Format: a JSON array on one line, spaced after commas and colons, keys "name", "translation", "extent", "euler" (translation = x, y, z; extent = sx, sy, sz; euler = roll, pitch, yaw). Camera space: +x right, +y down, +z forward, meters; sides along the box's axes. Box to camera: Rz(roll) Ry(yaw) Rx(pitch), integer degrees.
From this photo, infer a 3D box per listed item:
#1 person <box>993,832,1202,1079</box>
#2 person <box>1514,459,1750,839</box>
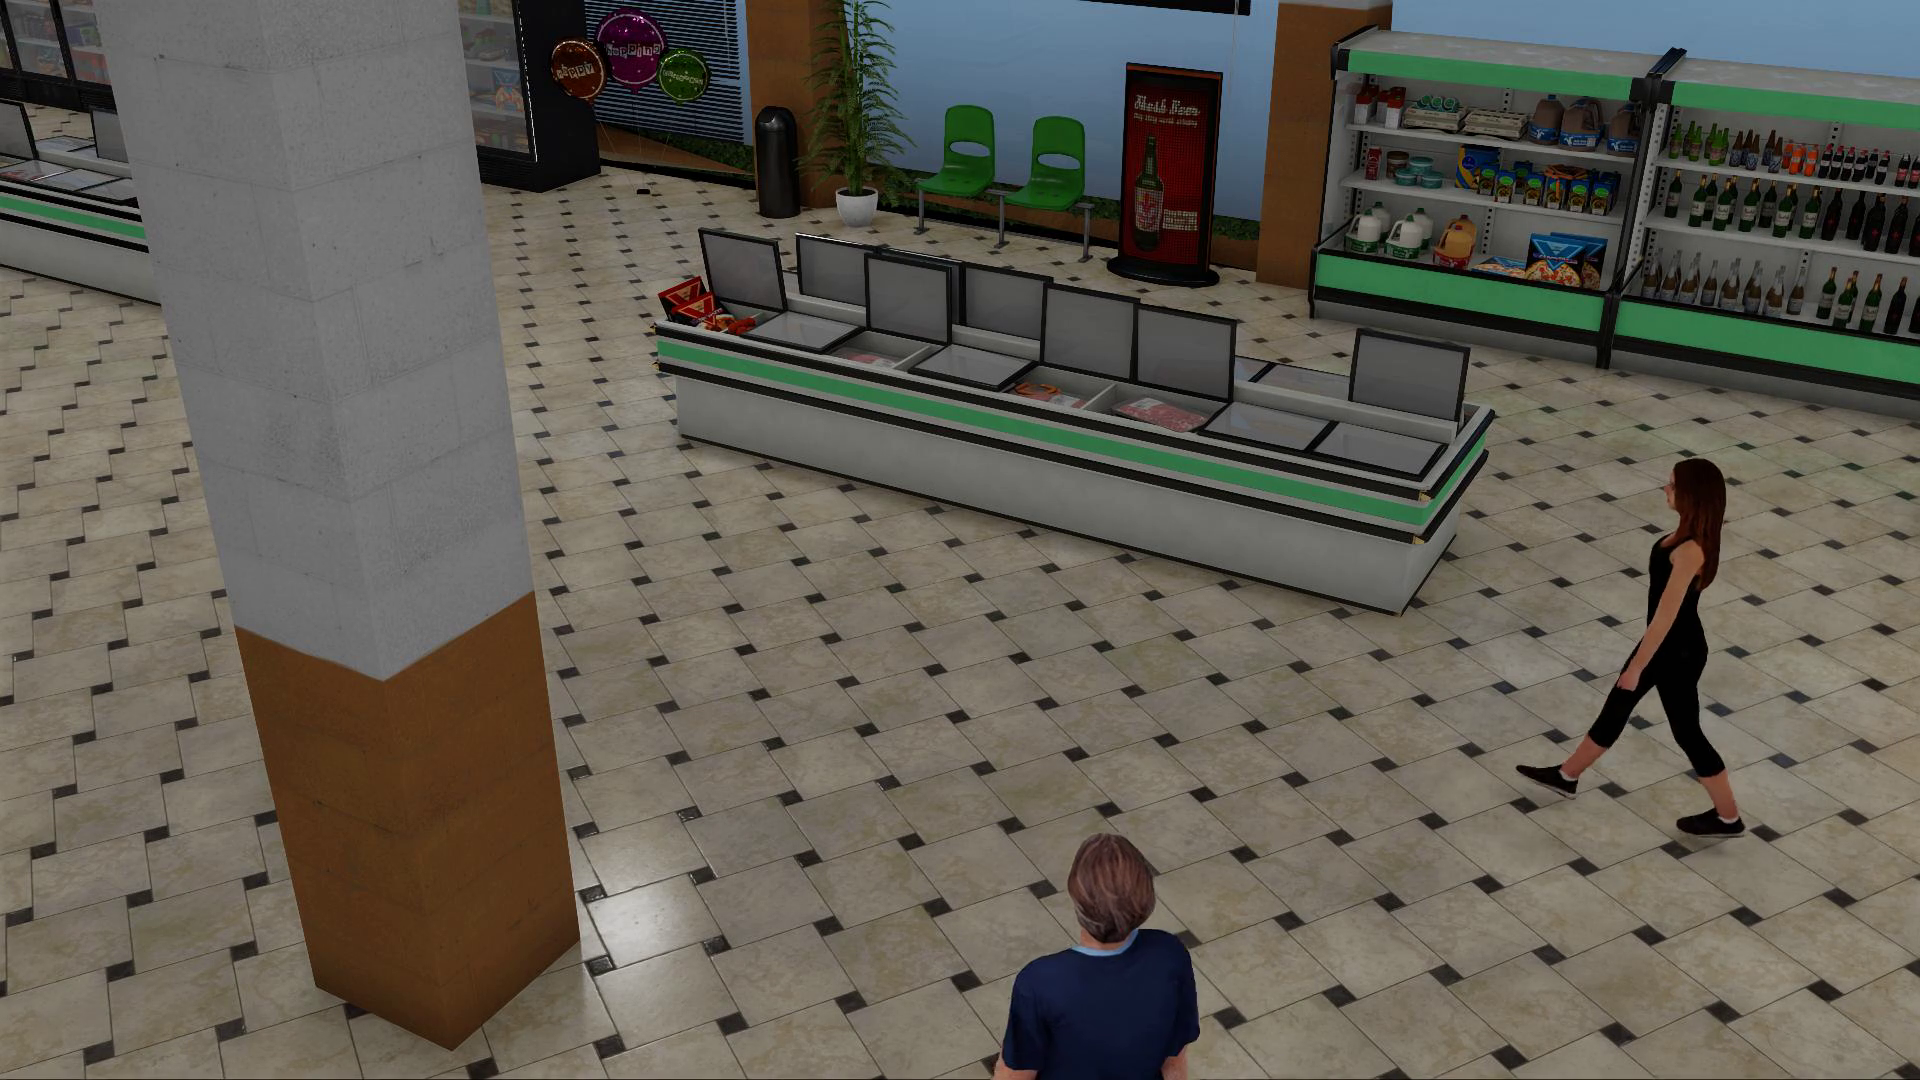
[{"name": "person", "translation": [0.391, 1.623, 4.330], "extent": [1.083, 1.837, 1.197], "euler": [-10, 29, -19]}, {"name": "person", "translation": [2.969, 0.502, 6.717], "extent": [1.195, 1.678, 0.670], "euler": [11, 29, 21]}]
